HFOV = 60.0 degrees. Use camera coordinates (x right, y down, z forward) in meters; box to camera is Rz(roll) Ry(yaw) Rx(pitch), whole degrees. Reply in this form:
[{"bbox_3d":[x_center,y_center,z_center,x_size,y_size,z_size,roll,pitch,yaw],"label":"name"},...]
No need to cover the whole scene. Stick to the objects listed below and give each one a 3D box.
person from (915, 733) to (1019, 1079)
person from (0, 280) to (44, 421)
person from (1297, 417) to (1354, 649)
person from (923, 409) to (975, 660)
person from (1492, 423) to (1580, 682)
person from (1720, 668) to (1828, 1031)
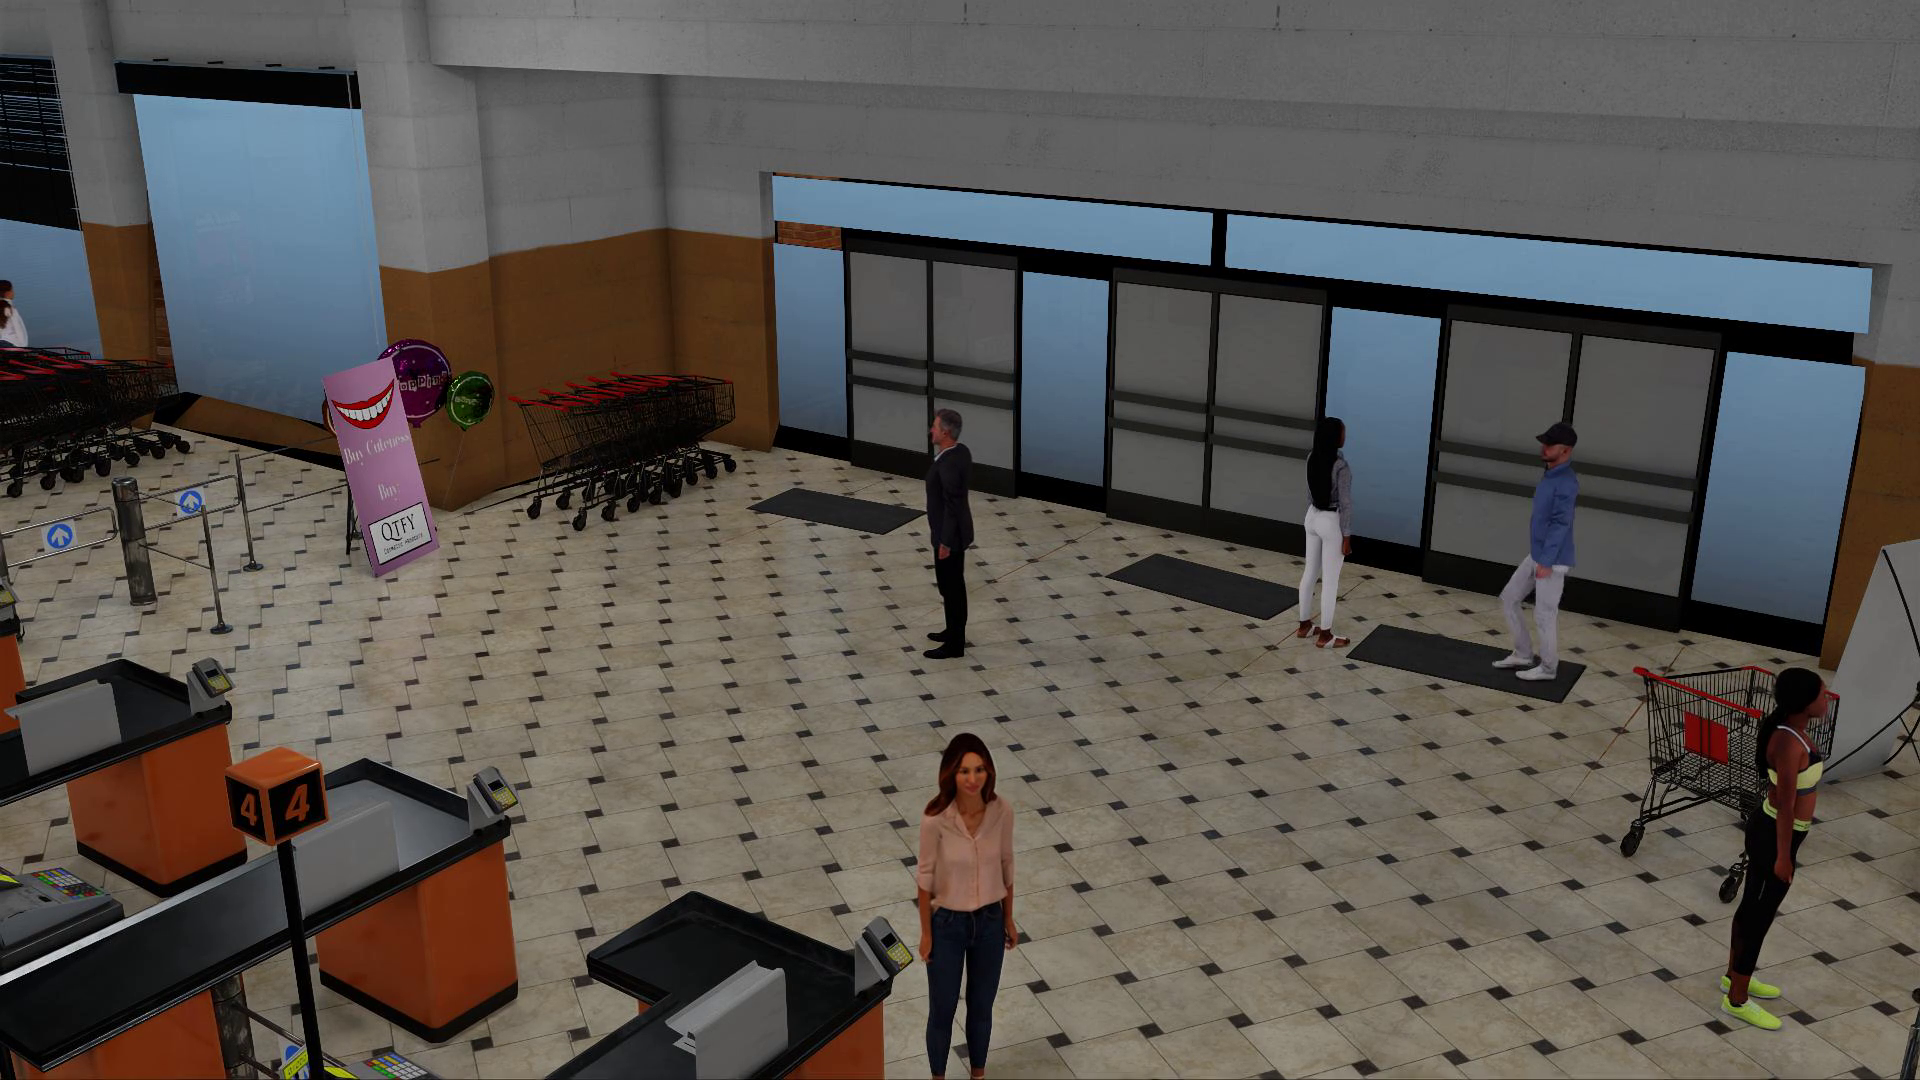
[{"bbox_3d":[0.018,1.633,7.048,0.648,1.792,0.733,-6,19,-17],"label":"person"},{"bbox_3d":[-10.583,-2.129,18.575,0.542,1.556,0.543,9,21,26],"label":"person"},{"bbox_3d":[2.686,-0.068,12.198,0.675,1.725,0.671,-9,21,-25],"label":"person"},{"bbox_3d":[-0.075,-0.061,11.996,0.866,1.842,0.732,2,19,6],"label":"person"},{"bbox_3d":[4.137,0.105,11.461,0.860,1.868,0.764,2,19,6],"label":"person"},{"bbox_3d":[3.787,1.411,7.767,0.656,1.753,0.510,8,20,23],"label":"person"}]
